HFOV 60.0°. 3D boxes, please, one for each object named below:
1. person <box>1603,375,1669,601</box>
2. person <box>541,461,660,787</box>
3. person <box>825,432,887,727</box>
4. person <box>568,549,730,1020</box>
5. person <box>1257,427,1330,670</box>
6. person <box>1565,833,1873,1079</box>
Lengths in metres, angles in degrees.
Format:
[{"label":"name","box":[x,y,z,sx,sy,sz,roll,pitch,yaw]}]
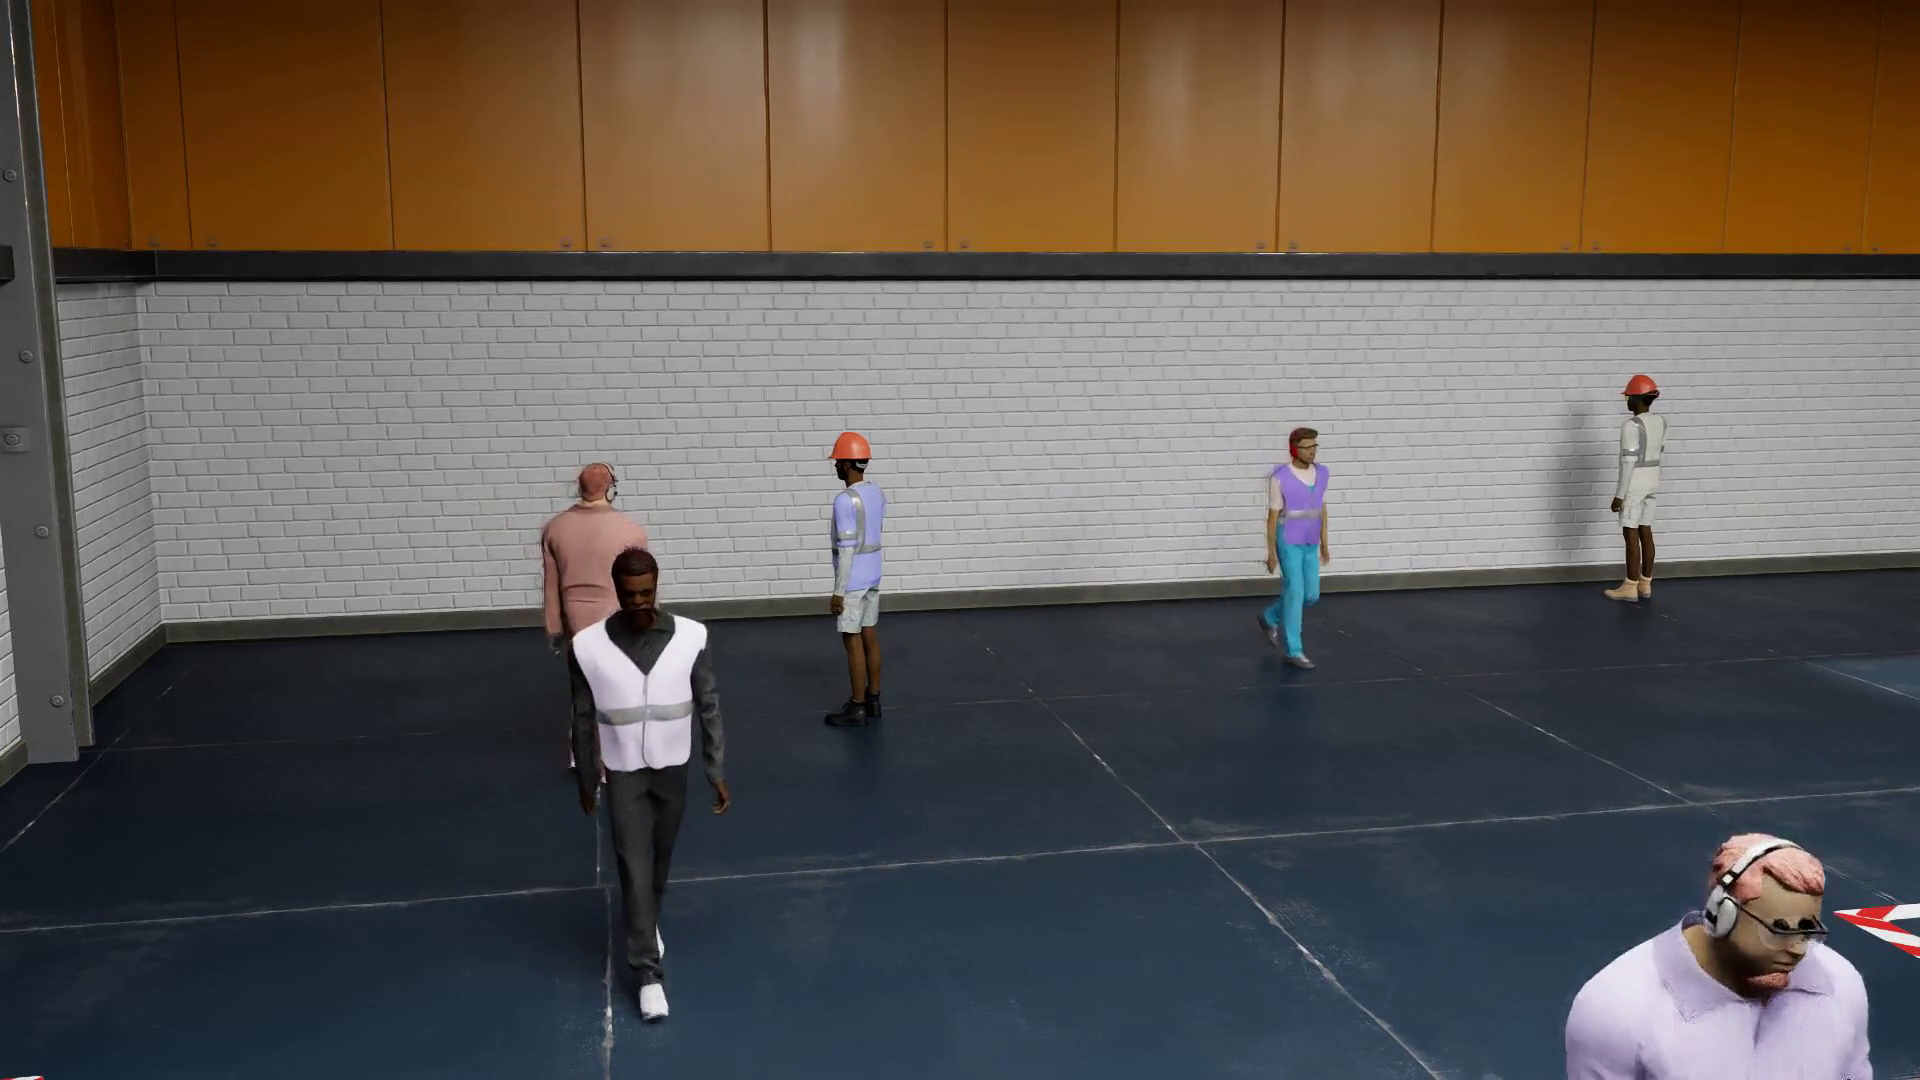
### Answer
[{"label":"person","box":[6.096,-0.467,15.017,0.605,2.045,0.377,-7,12,-37]},{"label":"person","box":[-2.069,0.487,9.672,0.667,1.894,0.422,3,10,18]},{"label":"person","box":[-0.701,0.258,10.918,0.357,1.937,0.550,4,10,22]},{"label":"person","box":[-1.298,0.951,6.925,0.605,1.863,1.004,-3,10,-20]},{"label":"person","box":[2.500,0.037,12.601,0.580,1.824,0.620,-7,12,-37]},{"label":"person","box":[1.612,1.502,3.587,0.682,1.859,0.564,-1,9,-5]}]
